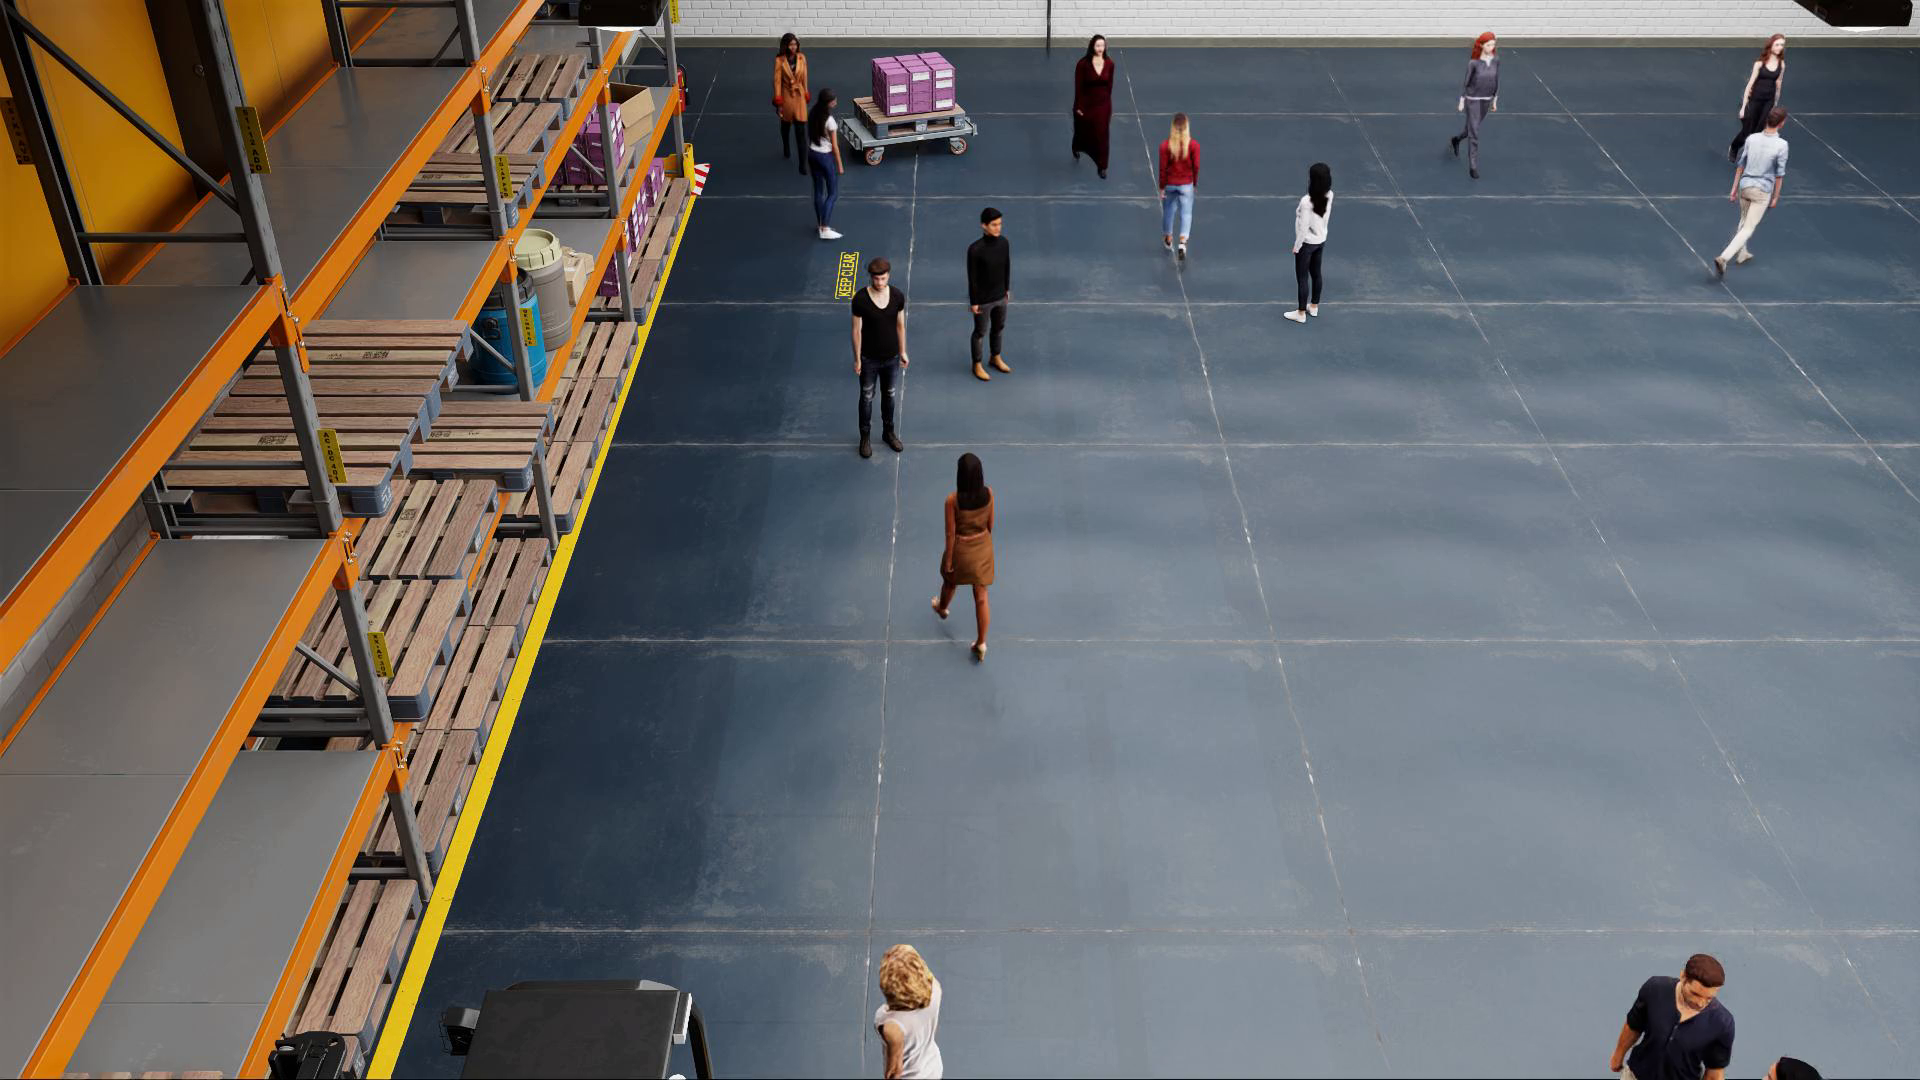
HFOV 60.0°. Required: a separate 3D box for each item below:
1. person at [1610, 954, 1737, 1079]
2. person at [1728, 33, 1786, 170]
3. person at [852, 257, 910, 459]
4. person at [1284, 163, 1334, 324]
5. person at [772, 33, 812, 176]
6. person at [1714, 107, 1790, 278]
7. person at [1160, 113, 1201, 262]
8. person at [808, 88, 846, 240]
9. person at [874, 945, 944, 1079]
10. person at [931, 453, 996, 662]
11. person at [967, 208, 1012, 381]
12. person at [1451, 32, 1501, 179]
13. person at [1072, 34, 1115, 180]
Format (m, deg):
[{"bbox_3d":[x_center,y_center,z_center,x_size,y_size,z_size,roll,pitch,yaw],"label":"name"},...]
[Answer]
[{"bbox_3d":[3.564,2.667,8.369,0.846,1.839,0.900,20,38,27],"label":"person"},{"bbox_3d":[9.889,-5.450,20.670,0.614,1.741,0.717,-2,34,-3],"label":"person"},{"bbox_3d":[-0.728,-1.663,14.835,0.742,1.893,0.697,-12,35,-17],"label":"person"},{"bbox_3d":[3.619,-3.068,17.124,0.695,1.700,0.744,-26,42,-34],"label":"person"},{"bbox_3d":[-2.141,-5.463,20.763,0.915,1.660,1.294,-9,35,-13],"label":"person"},{"bbox_3d":[8.572,-3.752,18.046,1.168,1.817,1.172,-23,40,-30],"label":"person"},{"bbox_3d":[2.429,-3.898,18.452,0.676,1.611,1.011,4,34,5],"label":"person"},{"bbox_3d":[-1.595,-4.324,18.963,0.796,1.755,0.863,19,38,26],"label":"person"},{"bbox_3d":[-0.237,2.695,8.479,0.748,1.671,0.655,21,39,28],"label":"person"},{"bbox_3d":[0.107,0.168,12.295,0.856,1.656,1.077,-14,36,-20],"label":"person"},{"bbox_3d":[0.280,-2.400,16.100,0.723,1.720,0.746,-22,40,-30],"label":"person"},{"bbox_3d":[6.387,-5.441,20.650,0.804,1.748,1.164,-8,35,-12],"label":"person"},{"bbox_3d":[1.605,-5.392,20.604,0.778,1.717,1.138,-5,34,-8],"label":"person"}]
